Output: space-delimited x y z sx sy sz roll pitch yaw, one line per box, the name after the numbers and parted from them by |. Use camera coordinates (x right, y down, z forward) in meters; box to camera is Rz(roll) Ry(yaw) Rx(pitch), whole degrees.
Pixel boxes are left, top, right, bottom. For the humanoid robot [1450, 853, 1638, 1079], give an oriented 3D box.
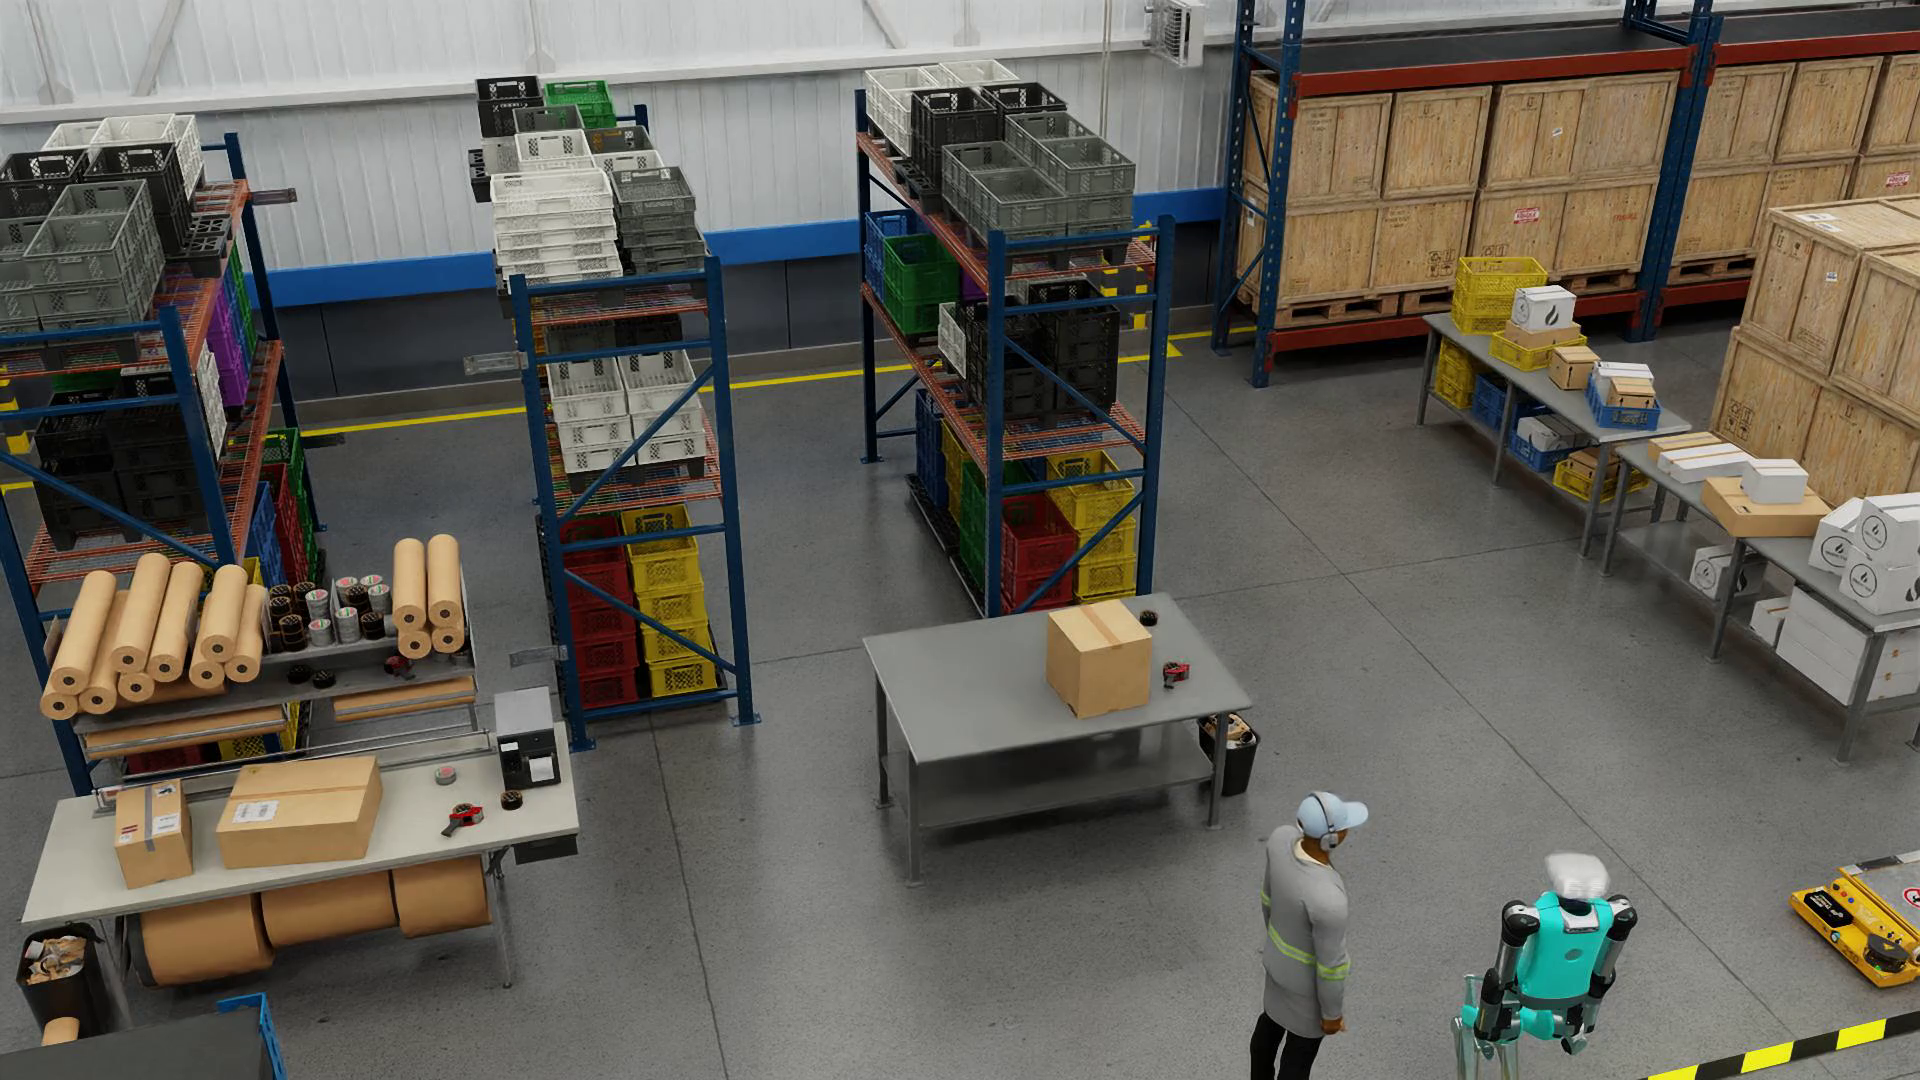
2.379 1.887 7.064 0.533 1.677 0.735 -3 29 -5 | humanoid robot

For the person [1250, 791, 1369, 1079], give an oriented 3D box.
1.492 1.843 7.164 0.374 1.852 0.588 -9 30 -16 | person

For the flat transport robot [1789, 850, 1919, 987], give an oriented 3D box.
5.163 1.916 8.676 1.431 0.231 0.659 -8 30 -14 | flat transport robot
